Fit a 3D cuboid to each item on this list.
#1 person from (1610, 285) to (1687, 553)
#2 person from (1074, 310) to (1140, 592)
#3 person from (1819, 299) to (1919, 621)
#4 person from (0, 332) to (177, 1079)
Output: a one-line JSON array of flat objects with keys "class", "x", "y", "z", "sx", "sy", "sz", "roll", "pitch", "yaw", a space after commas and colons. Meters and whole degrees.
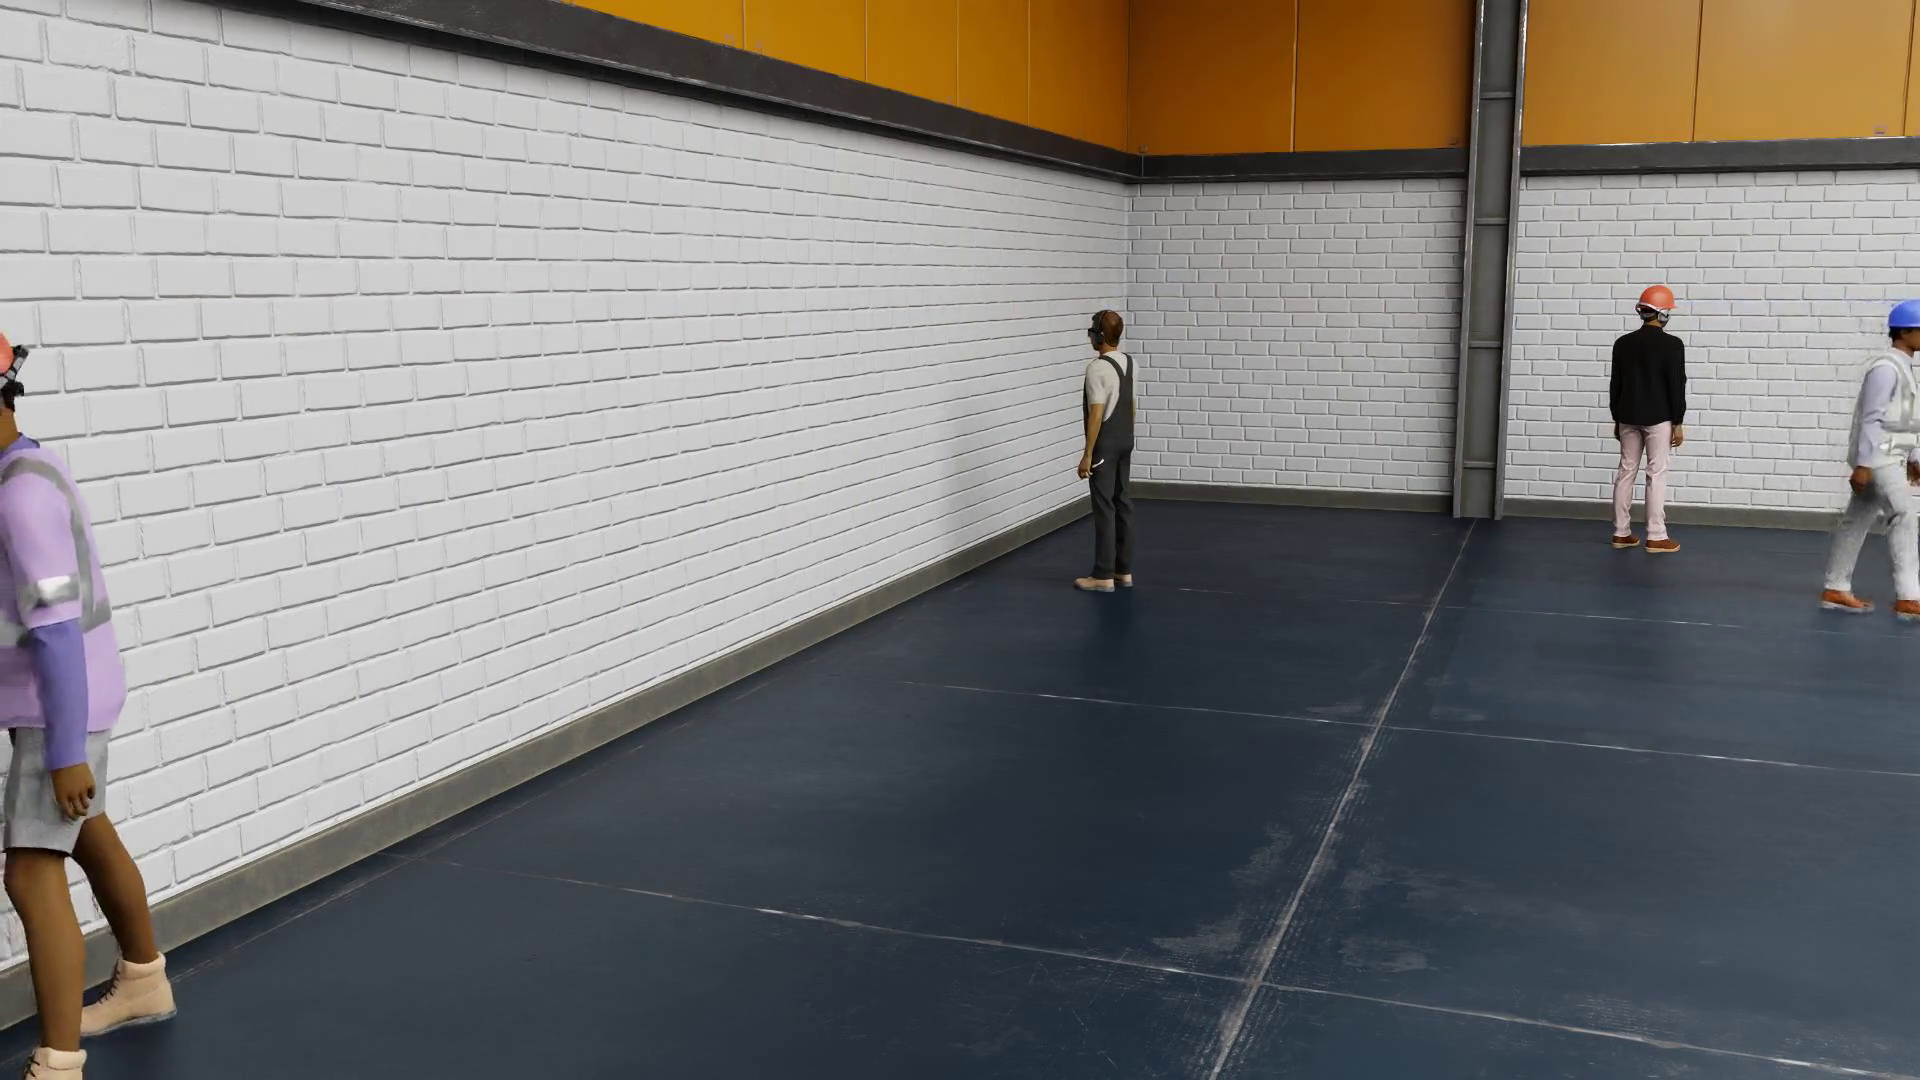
[{"class": "person", "x": 5.166, "y": -0.905, "z": 12.483, "sx": 0.377, "sy": 1.995, "sz": 0.608, "roll": -6, "pitch": 11, "yaw": -33}, {"class": "person", "x": 0.964, "y": -0.582, "z": 10.923, "sx": 0.344, "sy": 1.847, "sz": 0.504, "roll": 8, "pitch": 12, "yaw": 40}, {"class": "person", "x": 5.681, "y": -0.477, "z": 10.017, "sx": 0.841, "sy": 1.911, "sz": 0.616, "roll": 6, "pitch": 11, "yaw": 34}, {"class": "person", "x": -2.292, "y": 0.431, "z": 4.131, "sx": 0.550, "sy": 2.001, "sz": 0.780, "roll": -5, "pitch": 11, "yaw": -31}]
